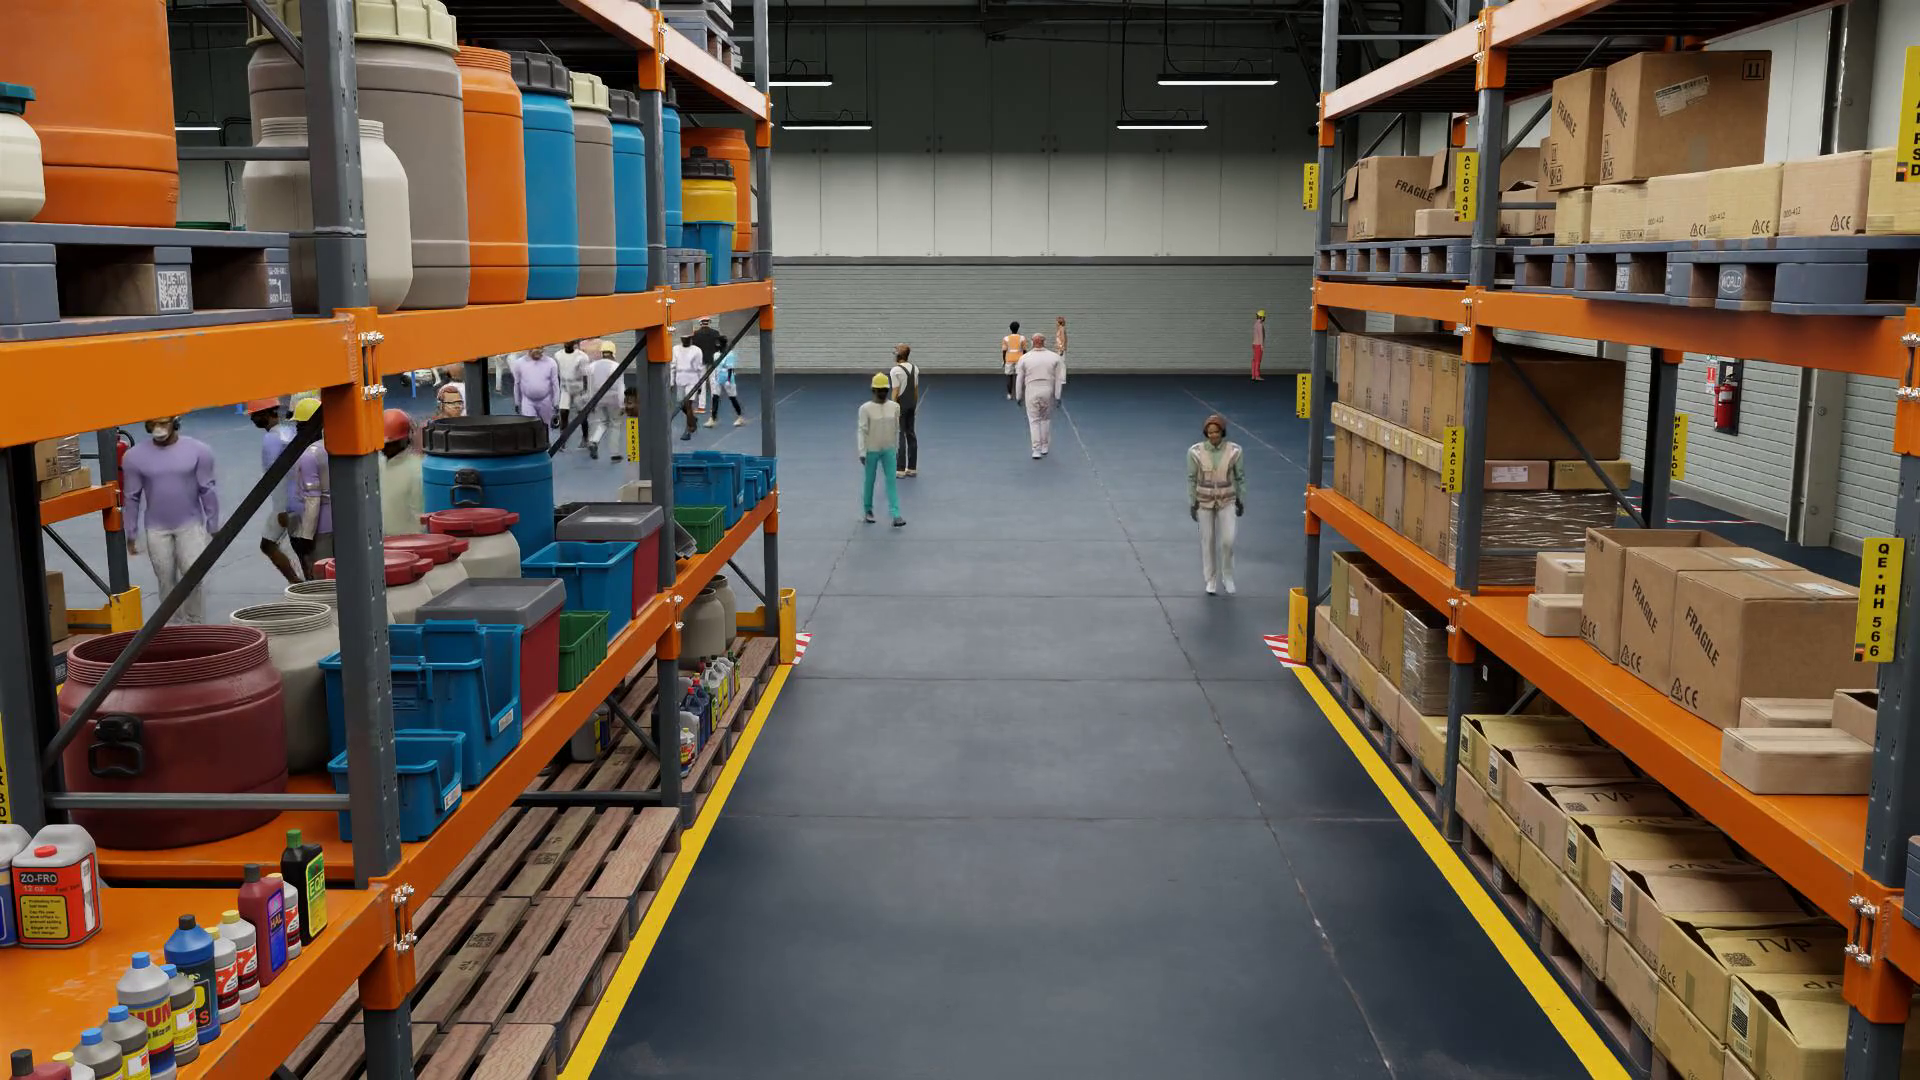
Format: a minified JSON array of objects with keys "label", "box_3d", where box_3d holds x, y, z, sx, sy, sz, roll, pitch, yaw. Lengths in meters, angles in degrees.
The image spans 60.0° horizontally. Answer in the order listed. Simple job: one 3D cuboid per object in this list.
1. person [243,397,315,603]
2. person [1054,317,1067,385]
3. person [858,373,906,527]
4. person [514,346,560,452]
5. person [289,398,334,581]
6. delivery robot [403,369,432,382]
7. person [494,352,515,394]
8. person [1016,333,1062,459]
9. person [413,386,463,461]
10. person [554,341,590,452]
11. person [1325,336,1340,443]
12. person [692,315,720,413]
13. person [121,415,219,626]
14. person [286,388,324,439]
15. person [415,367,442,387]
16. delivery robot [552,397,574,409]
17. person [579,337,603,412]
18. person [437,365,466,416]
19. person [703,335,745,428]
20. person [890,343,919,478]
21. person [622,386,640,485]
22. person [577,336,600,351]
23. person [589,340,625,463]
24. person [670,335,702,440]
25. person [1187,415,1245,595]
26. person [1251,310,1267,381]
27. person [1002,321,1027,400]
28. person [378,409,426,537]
[{"label":"person","box_3d":[-5.686,-0.324,13.994,0.522,1.902,0.578,0,9,-3]},{"label":"person","box_3d":[2.439,-4.586,40.315,0.310,1.638,0.523,-1,10,-7]},{"label":"person","box_3d":[-0.895,-1.015,18.687,0.540,1.708,0.935,-4,10,-25]},{"label":"person","box_3d":[-6.258,-2.073,24.626,0.657,1.865,0.912,-2,10,-14]},{"label":"person","box_3d":[-4.890,-0.120,12.701,0.369,1.928,0.586,0,9,0]},{"label":"delivery robot","box_3d":[-12.984,-3.987,39.817,0.707,0.478,0.477,5,11,28]},{"label":"person","box_3d":[-10.153,-4.204,37.248,0.624,1.906,0.979,-8,13,-41]},{"label":"person","box_3d":[1.172,-2.198,25.272,0.681,1.877,0.811,-1,10,-7]},{"label":"person","box_3d":[-4.326,-0.370,14.269,0.402,1.906,0.680,7,11,34]},{"label":"person","box_3d":[-6.063,-2.320,25.912,0.620,1.904,1.003,2,10,13]},{"label":"person","box_3d":[6.433,-2.546,27.129,0.753,1.975,0.702,4,10,23]},{"label":"person","box_3d":[-5.005,-3.502,32.757,0.621,1.994,0.381,-7,12,-34]},{"label":"person","box_3d":[-5.885,-0.065,12.395,0.650,1.916,0.611,-3,10,-16]},{"label":"person","box_3d":[-9.050,-1.787,23.131,0.628,1.785,0.992,9,13,44]},{"label":"person","box_3d":[-12.714,-4.447,39.632,0.816,1.592,0.524,6,11,31]},{"label":"delivery robot","box_3d":[-7.298,-2.476,29.988,0.335,0.223,0.698,6,11,33]},{"label":"person","box_3d":[-7.309,-3.412,32.959,0.546,1.746,0.526,3,10,17]},{"label":"person","box_3d":[-6.811,-1.547,22.270,0.887,1.585,0.515,3,10,16]},{"label":"person","box_3d":[-4.229,-2.854,29.896,0.537,1.655,0.863,7,12,37]},{"label":"person","box_3d":[-0.785,-1.792,22.963,0.337,1.845,0.514,8,12,40]},{"label":"person","box_3d":[-2.849,-0.484,15.141,0.518,1.848,0.771,8,13,41]},{"label":"person","box_3d":[-9.032,-4.806,40.560,0.535,2.000,0.684,4,10,24]},{"label":"person","box_3d":[-5.204,-2.030,24.498,0.614,1.805,0.546,4,10,20]},{"label":"person","box_3d":[-4.573,-2.671,28.025,0.544,1.920,0.781,2,10,14]},{"label":"person","box_3d":[2.266,-0.306,14.763,0.505,1.611,0.511,1,10,8]},{"label":"person","box_3d":[7.500,-4.866,41.642,0.328,1.759,0.524,-2,10,-10]},{"label":"person","box_3d":[1.179,-3.857,35.783,0.540,1.696,0.317,0,9,3]},{"label":"person","box_3d":[-3.892,0.032,11.744,0.649,1.950,0.630,7,12,36]}]
